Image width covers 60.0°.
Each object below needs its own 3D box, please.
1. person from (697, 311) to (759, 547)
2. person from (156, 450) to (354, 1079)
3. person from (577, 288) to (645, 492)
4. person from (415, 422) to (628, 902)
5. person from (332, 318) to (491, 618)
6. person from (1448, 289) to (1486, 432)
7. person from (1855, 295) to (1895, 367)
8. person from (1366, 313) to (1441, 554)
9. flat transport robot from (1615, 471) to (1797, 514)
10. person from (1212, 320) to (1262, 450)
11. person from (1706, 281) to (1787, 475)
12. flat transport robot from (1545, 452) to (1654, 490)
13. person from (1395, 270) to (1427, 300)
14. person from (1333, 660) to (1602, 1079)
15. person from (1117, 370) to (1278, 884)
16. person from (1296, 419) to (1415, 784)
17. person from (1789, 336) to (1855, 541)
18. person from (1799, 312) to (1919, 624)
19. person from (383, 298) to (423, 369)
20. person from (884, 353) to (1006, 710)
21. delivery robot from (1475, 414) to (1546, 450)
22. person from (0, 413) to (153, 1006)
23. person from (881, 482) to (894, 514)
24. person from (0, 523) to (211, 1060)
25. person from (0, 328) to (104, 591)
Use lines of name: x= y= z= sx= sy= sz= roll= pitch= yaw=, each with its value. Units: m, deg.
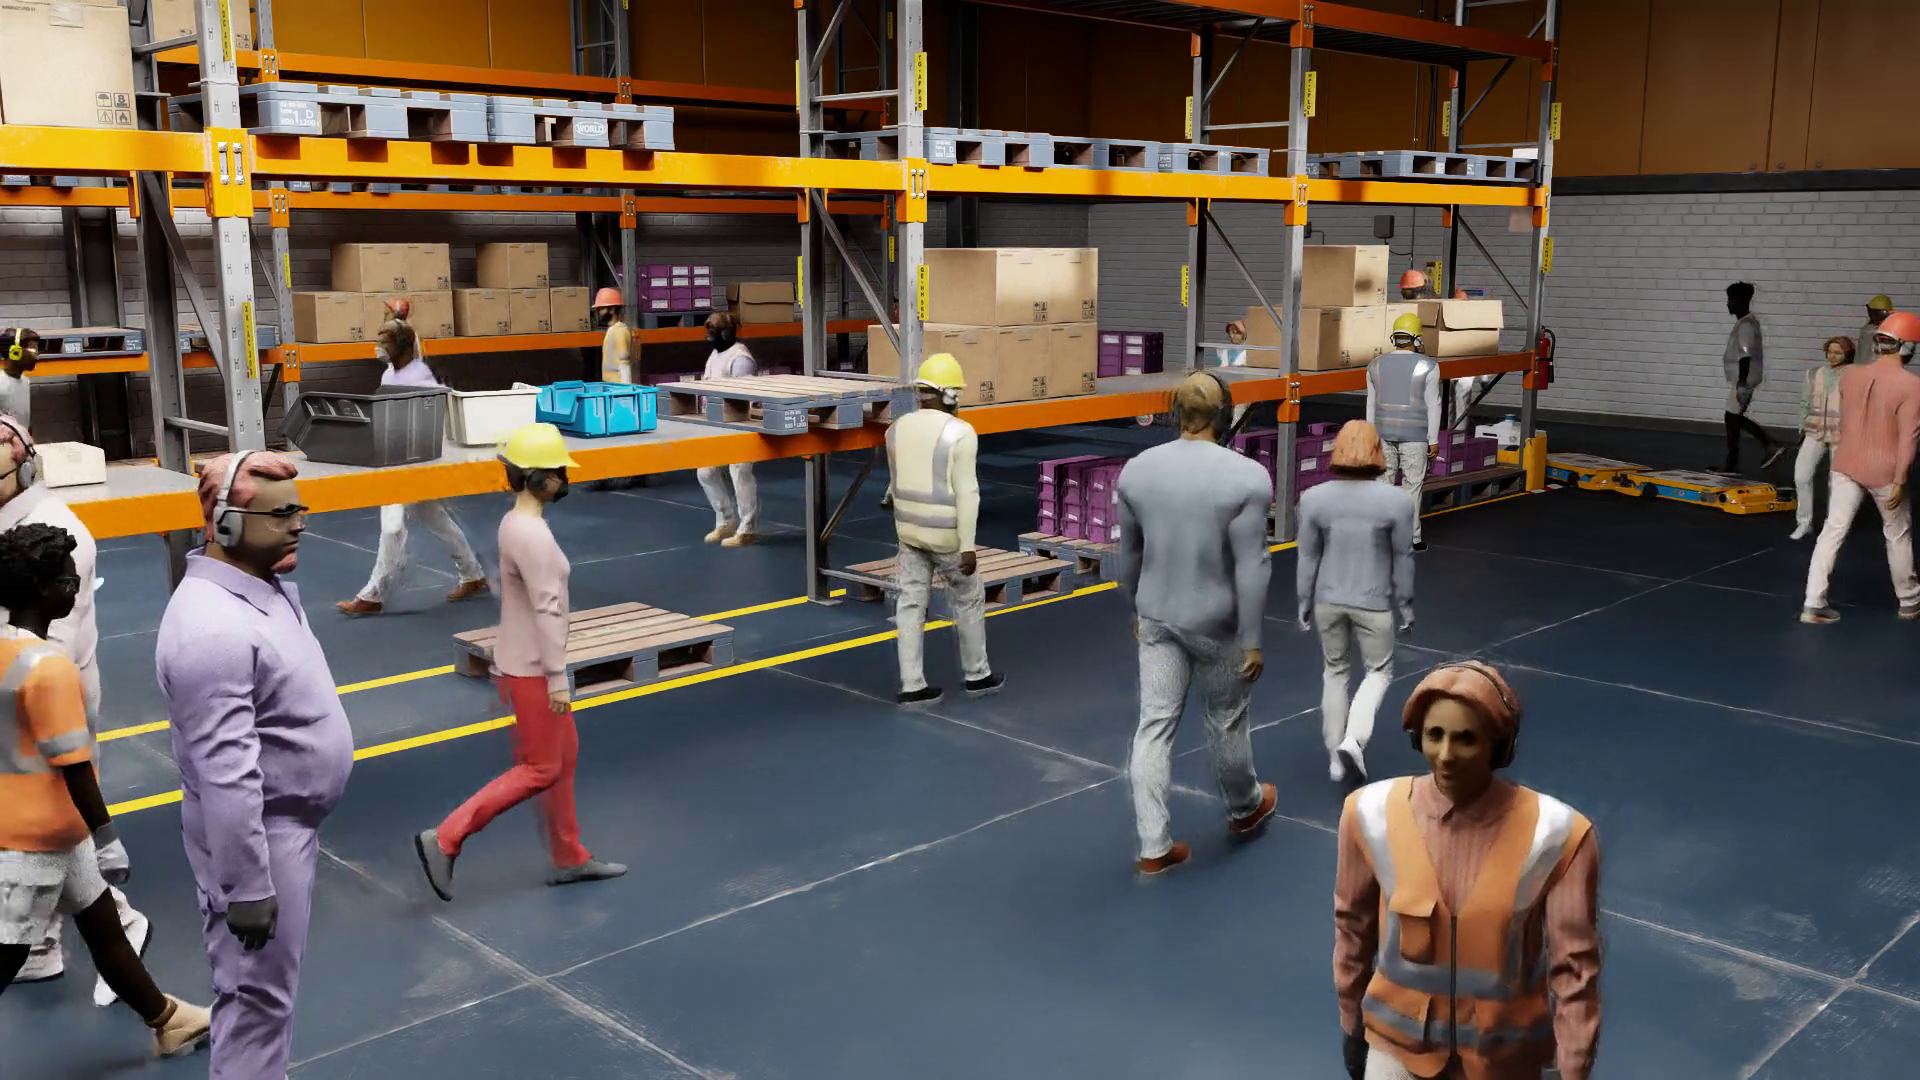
person: x=-1.793 y=-0.837 z=12.791 sx=0.505 sy=1.824 sz=0.641 roll=-7 pitch=12 yaw=-33
person: x=-1.676 y=0.728 z=4.049 sx=0.403 sy=1.904 sz=0.651 roll=-3 pitch=11 yaw=-16
person: x=-3.343 y=-1.401 z=15.635 sx=0.794 sy=1.906 sz=0.565 roll=-4 pitch=11 yaw=-19
person: x=-1.595 y=0.449 z=5.982 sx=0.682 sy=1.745 sz=0.531 roll=-4 pitch=11 yaw=-19
person: x=-3.514 y=-0.475 z=10.661 sx=1.033 sy=1.891 sz=0.654 roll=-7 pitch=13 yaw=-34
person: x=5.284 y=-1.740 z=17.697 sx=0.610 sy=1.846 sz=0.983 roll=3 pitch=11 yaw=16
person: x=9.831 y=-1.752 z=17.956 sx=0.328 sy=1.765 sz=0.528 roll=2 pitch=11 yaw=13
person: x=3.364 y=-0.803 z=12.625 sx=0.587 sy=1.827 sz=0.403 roll=9 pitch=14 yaw=40
flat transport robot: x=6.668 y=-0.447 z=14.910 sx=0.652 sy=0.197 sz=1.431 roll=-5 pitch=11 yaw=-25
person: x=2.599 y=-1.300 z=15.959 sx=0.861 sy=1.596 sz=0.518 roll=-8 pitch=13 yaw=-39
person: x=7.909 y=-1.602 z=16.609 sx=0.622 sy=1.951 sz=0.643 roll=6 pitch=12 yaw=29
flat transport robot: x=6.040 y=-0.684 z=16.203 sx=0.652 sy=0.197 sz=1.431 roll=-3 pitch=11 yaw=-16
person: x=5.044 y=-1.988 z=18.531 sx=0.470 sy=2.025 sz=0.602 roll=0 pitch=10 yaw=0
person: x=0.959 y=1.031 z=3.241 sx=0.516 sy=1.595 sz=0.855 roll=4 pitch=11 yaw=22
person: x=0.942 y=0.299 z=6.392 sx=0.661 sy=1.897 sz=0.957 roll=7 pitch=12 yaw=32
person: x=1.698 y=0.286 z=7.221 sx=0.517 sy=1.616 sz=0.471 roll=5 pitch=12 yaw=27
person: x=6.772 y=-0.776 z=12.992 sx=0.537 sy=1.618 sz=0.551 roll=-9 pitch=14 yaw=-41
person: x=5.674 y=-0.434 z=10.314 sx=1.019 sy=1.941 sz=0.615 roll=-6 pitch=12 yaw=-28
person: x=-5.179 y=-1.310 z=15.352 sx=0.985 sy=1.829 sz=0.578 roll=-2 pitch=11 yaw=-13
person: x=-0.048 y=-0.054 z=8.560 sx=0.627 sy=1.804 sz=0.759 roll=8 pitch=13 yaw=39
delivery robot: x=5.696 y=-1.061 z=17.230 sx=0.477 sy=0.478 sz=0.707 roll=-7 pitch=12 yaw=-32
person: x=-2.866 y=0.536 z=5.150 sx=0.716 sy=1.890 sz=0.474 roll=9 pitch=14 yaw=40
person: x=-0.368 y=-1.091 z=13.947 sx=0.426 sy=1.918 sz=0.630 roll=-8 pitch=13 yaw=-36
person: x=-2.488 y=0.768 z=4.538 sx=0.918 sy=1.644 sz=0.545 roll=-10 pitch=14 yaw=-43
person: x=-6.163 y=-0.455 z=10.769 sx=1.001 sy=1.815 sz=0.561 roll=-2 pitch=11 yaw=-11
